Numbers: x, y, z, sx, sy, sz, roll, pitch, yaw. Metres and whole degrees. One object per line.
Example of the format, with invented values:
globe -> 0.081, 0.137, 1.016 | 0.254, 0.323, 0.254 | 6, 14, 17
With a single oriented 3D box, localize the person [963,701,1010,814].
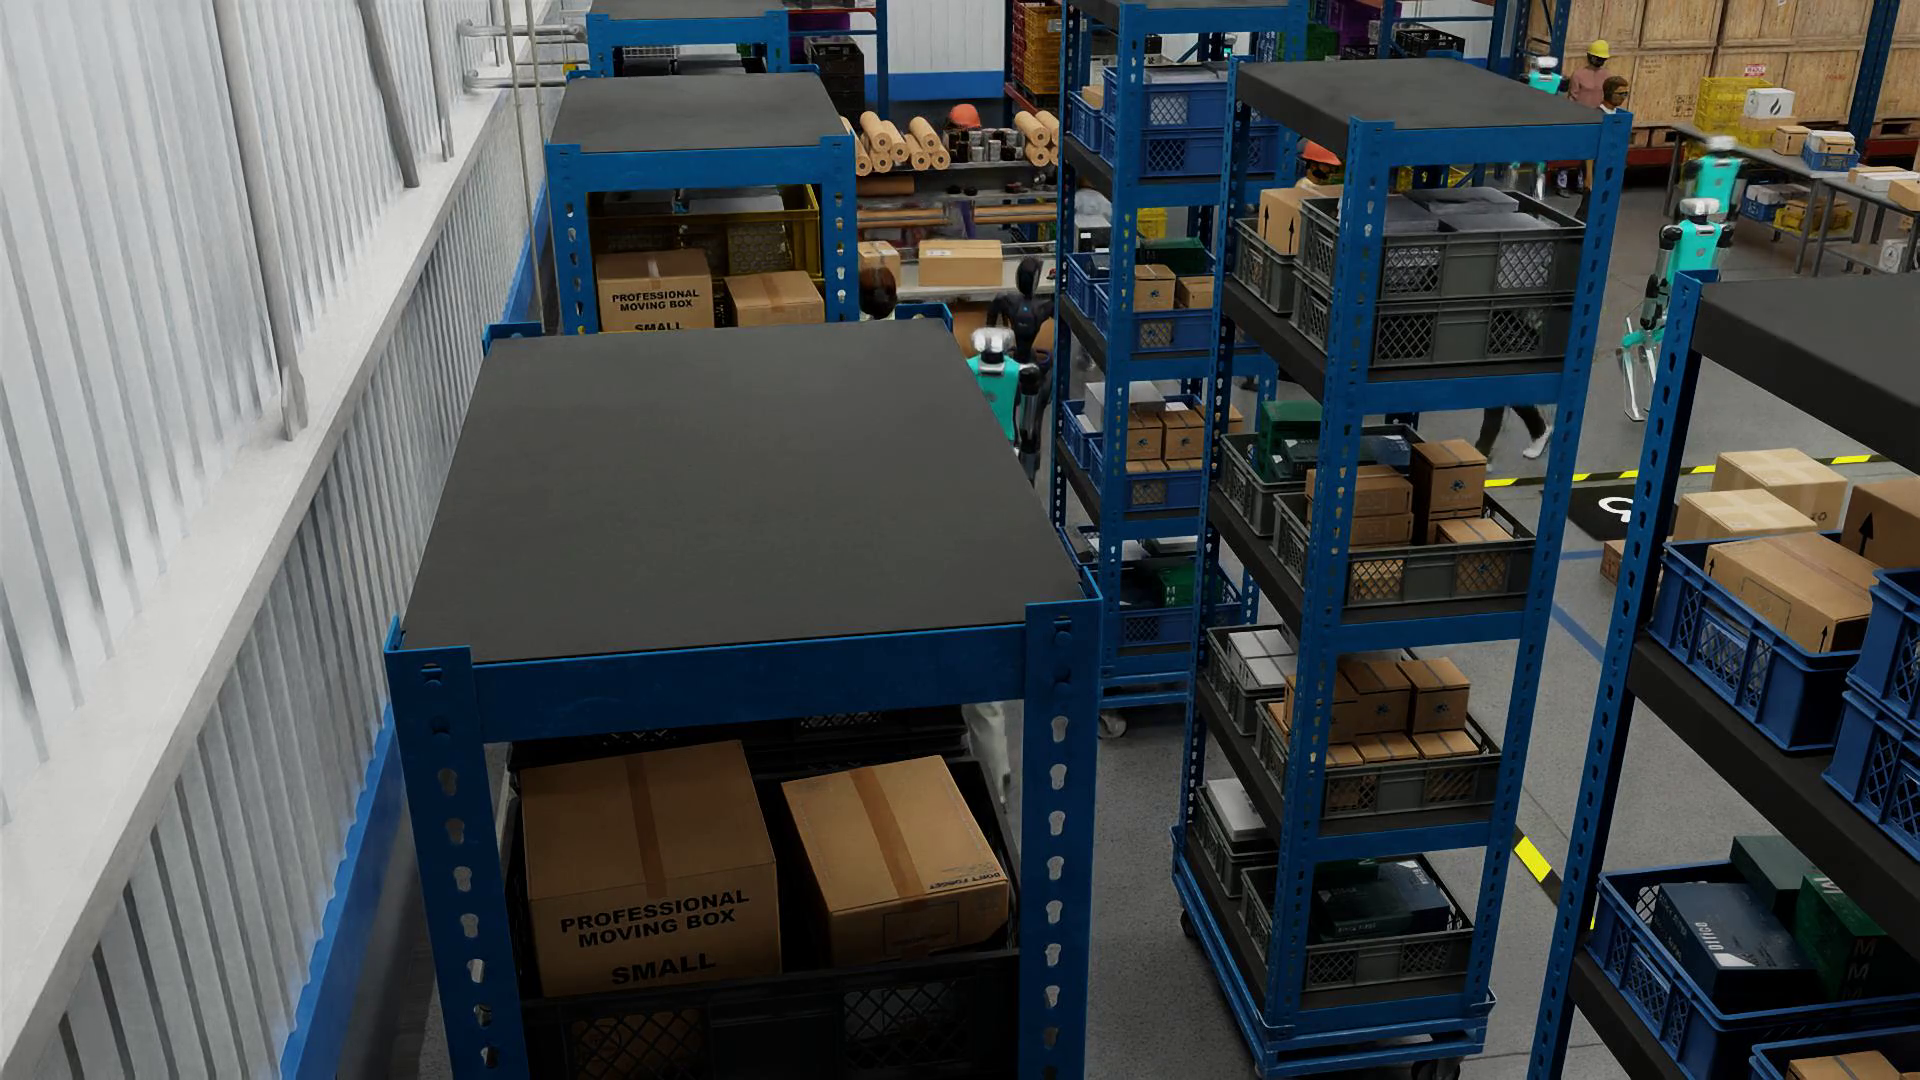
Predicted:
person -> 0.087, 0.404, 7.564 | 0.421, 1.828, 0.562 | 6, 25, 12

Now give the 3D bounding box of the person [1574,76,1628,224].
person -> 6.241, -3.607, 16.272 | 0.331, 1.836, 0.503 | 21, 32, 38

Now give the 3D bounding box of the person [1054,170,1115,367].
person -> 1.041, -2.263, 13.478 | 0.501, 1.710, 0.565 | -8, 26, -16

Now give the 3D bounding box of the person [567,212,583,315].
person -> -2.739, -1.866, 12.457 | 0.513, 1.858, 0.335 | -18, 30, -33

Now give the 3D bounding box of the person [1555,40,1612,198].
person -> 7.118, -4.776, 18.902 | 0.525, 1.760, 0.335 | -5, 25, -12

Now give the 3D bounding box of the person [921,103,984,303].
person -> -0.172, -2.641, 13.991 | 0.928, 2.000, 0.630 | -8, 26, -17

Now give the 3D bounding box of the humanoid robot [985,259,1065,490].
humanoid robot -> 0.402, -1.028, 10.858 | 0.589, 1.635, 0.648 | 4, 25, 8

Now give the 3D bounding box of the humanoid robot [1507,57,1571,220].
humanoid robot -> 6.274, -4.376, 18.110 | 0.531, 1.806, 0.803 | 8, 26, 16

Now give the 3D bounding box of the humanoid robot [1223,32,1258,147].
humanoid robot -> 3.271, -5.011, 19.273 | 0.735, 1.677, 0.533 | 2, 25, 5

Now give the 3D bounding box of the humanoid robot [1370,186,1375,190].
humanoid robot -> 3.197, -1.718, 12.317 | 0.886, 1.780, 0.581 | 4, 25, 8

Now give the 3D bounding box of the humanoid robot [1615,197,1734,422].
humanoid robot -> 5.108, -1.714, 12.107 | 0.533, 1.676, 0.735 | -4, 25, -9

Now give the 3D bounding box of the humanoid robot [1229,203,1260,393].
humanoid robot -> 2.342, -2.008, 13.014 | 0.608, 1.641, 0.607 | -15, 29, -29

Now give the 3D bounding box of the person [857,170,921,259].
person -> -0.576, -2.490, 13.764 | 0.633, 1.894, 0.638 | 13, 28, 26

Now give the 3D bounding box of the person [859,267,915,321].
person -> -0.422, -0.771, 10.125 | 0.439, 1.818, 0.683 | -13, 28, -26

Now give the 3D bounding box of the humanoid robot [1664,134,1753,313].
humanoid robot -> 6.247, -2.621, 14.157 | 0.530, 1.732, 0.729 | 1, 25, 1

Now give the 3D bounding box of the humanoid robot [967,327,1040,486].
humanoid robot -> 0.191, -0.450, 9.575 | 0.540, 1.760, 1.031 | 2, 25, 5

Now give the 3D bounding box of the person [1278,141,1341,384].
person -> 2.741, -2.202, 13.092 | 0.365, 1.933, 0.550 | 5, 25, 11

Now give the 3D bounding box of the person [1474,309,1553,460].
person -> 3.819, -1.329, 11.355 | 0.898, 1.806, 0.628 | -7, 26, -15
